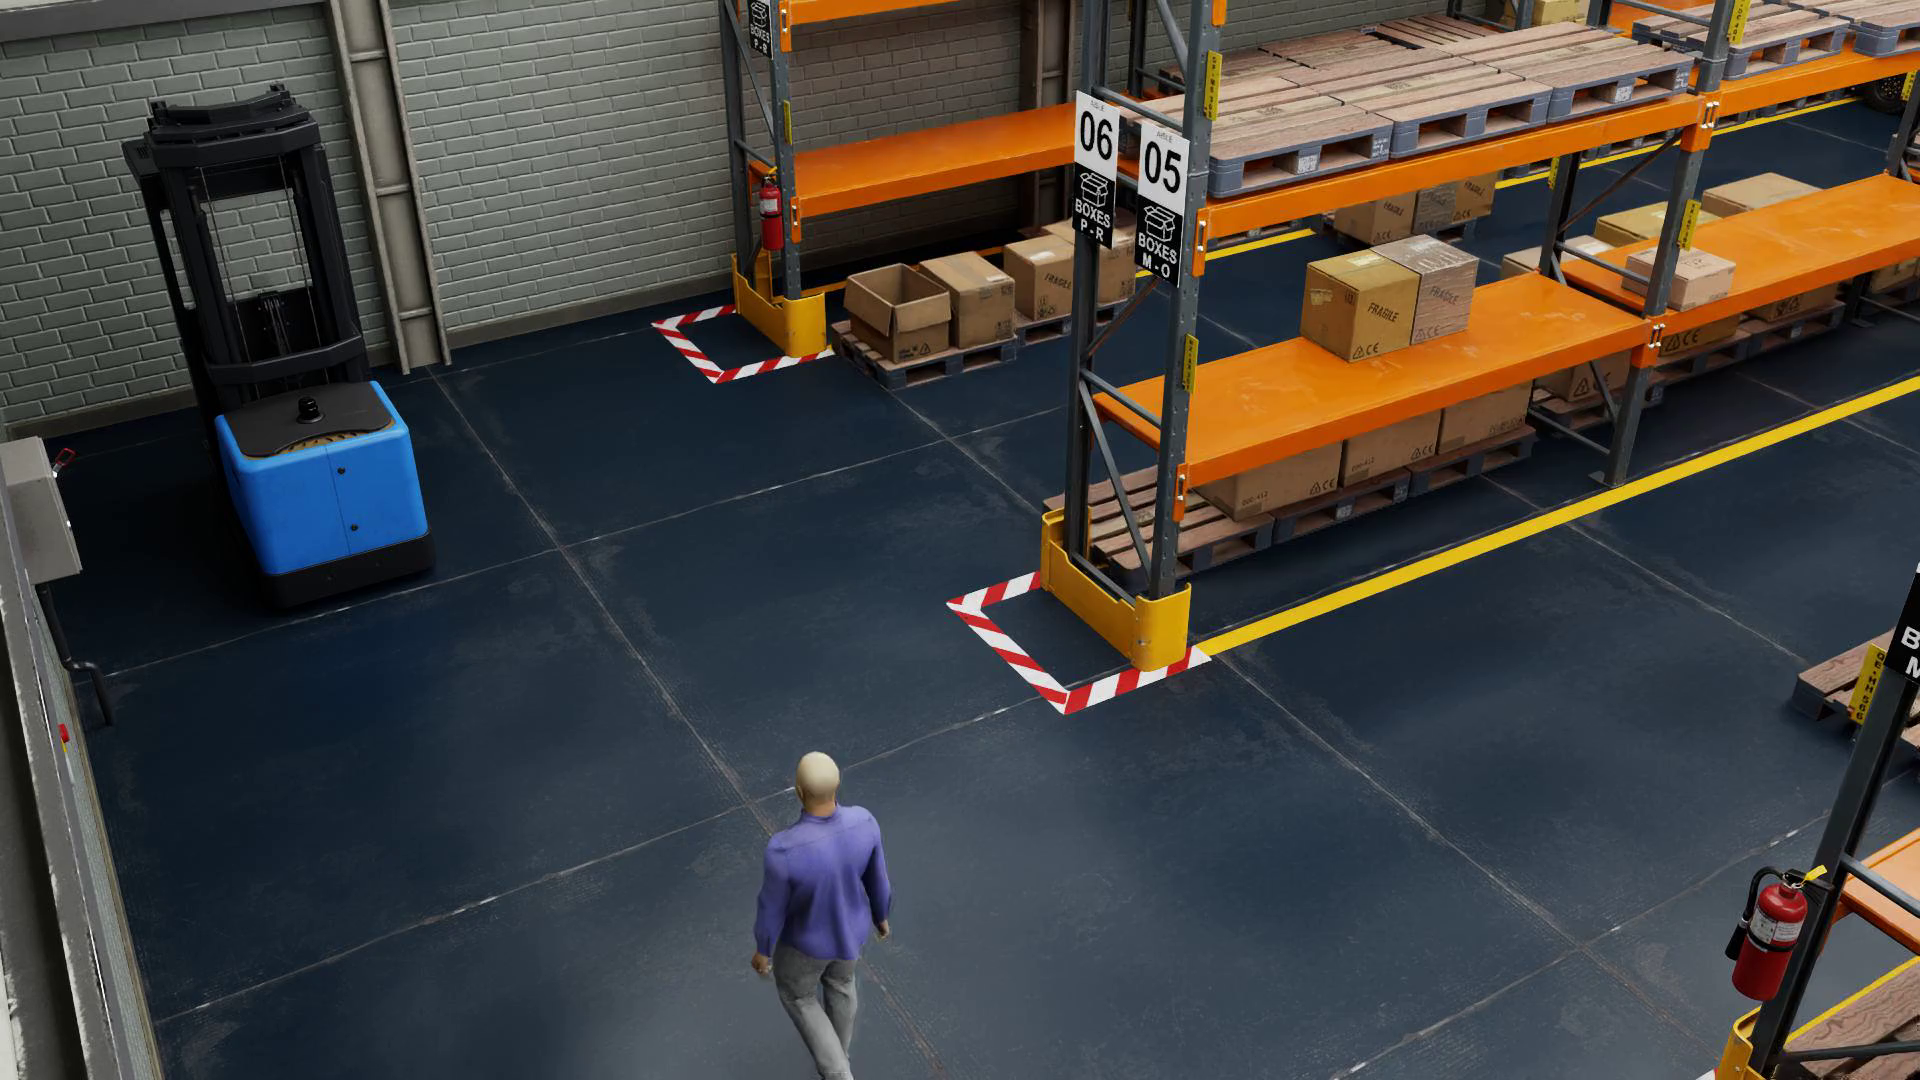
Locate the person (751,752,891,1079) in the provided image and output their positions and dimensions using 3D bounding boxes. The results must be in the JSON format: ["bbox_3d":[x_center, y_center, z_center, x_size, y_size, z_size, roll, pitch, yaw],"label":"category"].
[{"bbox_3d":[-0.528,1.649,6.835,0.609,1.781,0.572,-19,37,-28],"label":"person"}]

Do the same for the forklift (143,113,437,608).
[{"bbox_3d":[-4.289,-1.259,10.509,1.129,2.768,1.873,-17,36,-26],"label":"forklift"}]

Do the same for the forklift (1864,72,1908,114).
[{"bbox_3d":[11.468,-5.645,18.244,1.214,2.155,2.313,-17,36,-26],"label":"forklift"}]
